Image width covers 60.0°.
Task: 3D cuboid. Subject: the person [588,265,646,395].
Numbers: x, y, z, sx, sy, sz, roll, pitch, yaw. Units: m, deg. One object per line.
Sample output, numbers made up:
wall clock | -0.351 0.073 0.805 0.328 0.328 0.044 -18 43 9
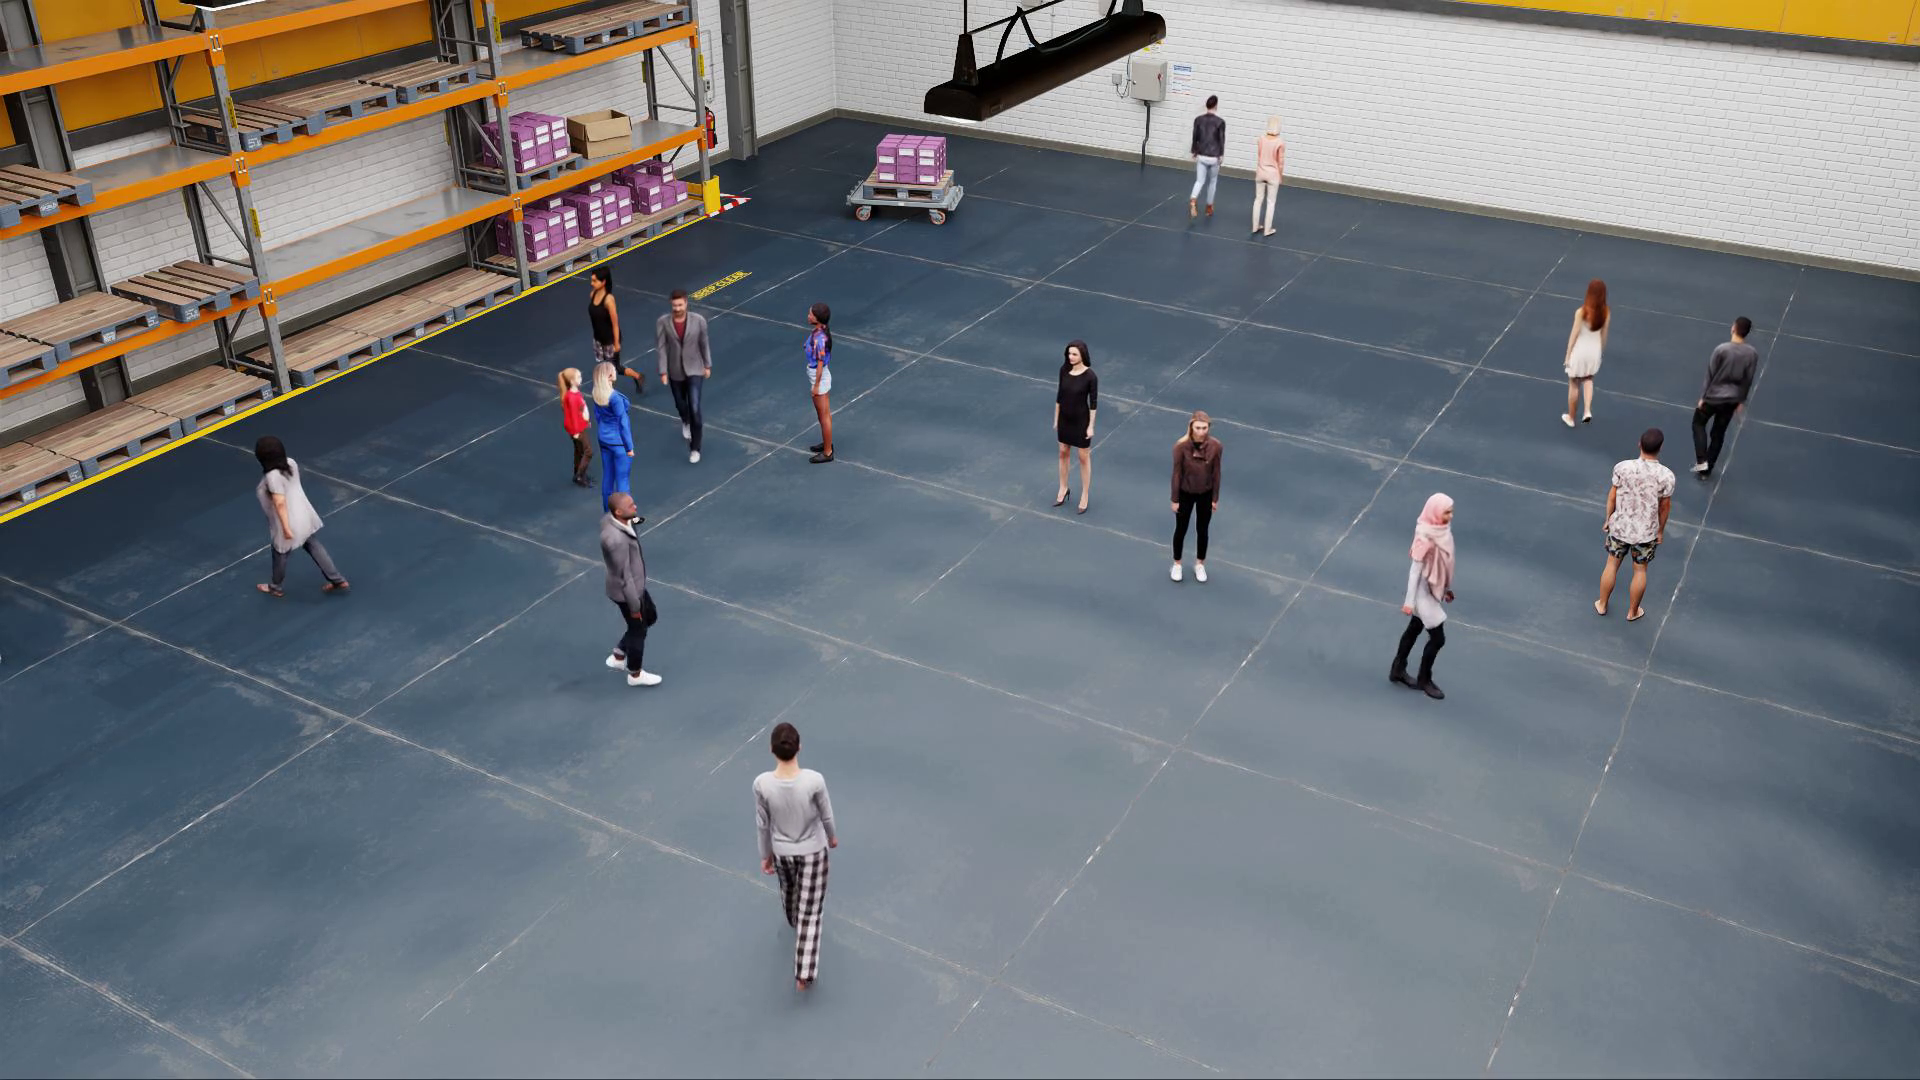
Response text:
person | -3.895 -2.283 18.650 0.712 1.650 0.942 24 37 37

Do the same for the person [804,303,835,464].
person | -1.456 -1.663 17.416 0.729 1.743 0.627 -1 29 -3

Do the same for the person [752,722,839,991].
person | -1.020 2.026 10.587 0.920 1.806 1.205 3 29 6

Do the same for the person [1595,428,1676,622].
person | 5.907 -0.139 14.545 0.661 1.818 0.554 14 32 25

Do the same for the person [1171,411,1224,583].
person | 2.149 -0.412 15.165 0.672 1.702 0.680 -1 29 -1

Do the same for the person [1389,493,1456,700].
person | 3.711 0.415 13.557 0.754 1.790 0.707 19 34 31

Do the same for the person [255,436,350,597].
person | -5.917 -0.187 14.889 0.966 1.571 1.092 3 29 5

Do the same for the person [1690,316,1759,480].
person | 7.772 -1.407 16.936 0.743 1.753 0.770 3 29 5

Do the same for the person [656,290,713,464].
person | -2.903 -1.798 17.574 1.125 1.829 1.321 -1 29 -2

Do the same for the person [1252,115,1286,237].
person | 4.464 -5.293 24.091 0.603 1.724 0.539 19 34 30

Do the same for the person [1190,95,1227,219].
person | 3.655 -5.649 24.646 0.703 1.816 1.026 13 31 23

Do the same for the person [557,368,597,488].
person | -3.955 -1.144 16.956 0.646 1.273 0.581 -6 29 -11

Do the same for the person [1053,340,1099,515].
person | 1.138 -1.127 16.367 0.617 1.807 0.523 20 34 32

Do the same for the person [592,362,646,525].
person | -3.360 -0.938 16.131 0.676 1.701 0.629 24 37 37

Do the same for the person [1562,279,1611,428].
person | 6.826 -1.984 18.044 0.750 1.706 0.827 -2 29 -4

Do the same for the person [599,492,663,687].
person | -2.788 0.418 13.542 0.943 1.800 0.871 -5 29 -10
